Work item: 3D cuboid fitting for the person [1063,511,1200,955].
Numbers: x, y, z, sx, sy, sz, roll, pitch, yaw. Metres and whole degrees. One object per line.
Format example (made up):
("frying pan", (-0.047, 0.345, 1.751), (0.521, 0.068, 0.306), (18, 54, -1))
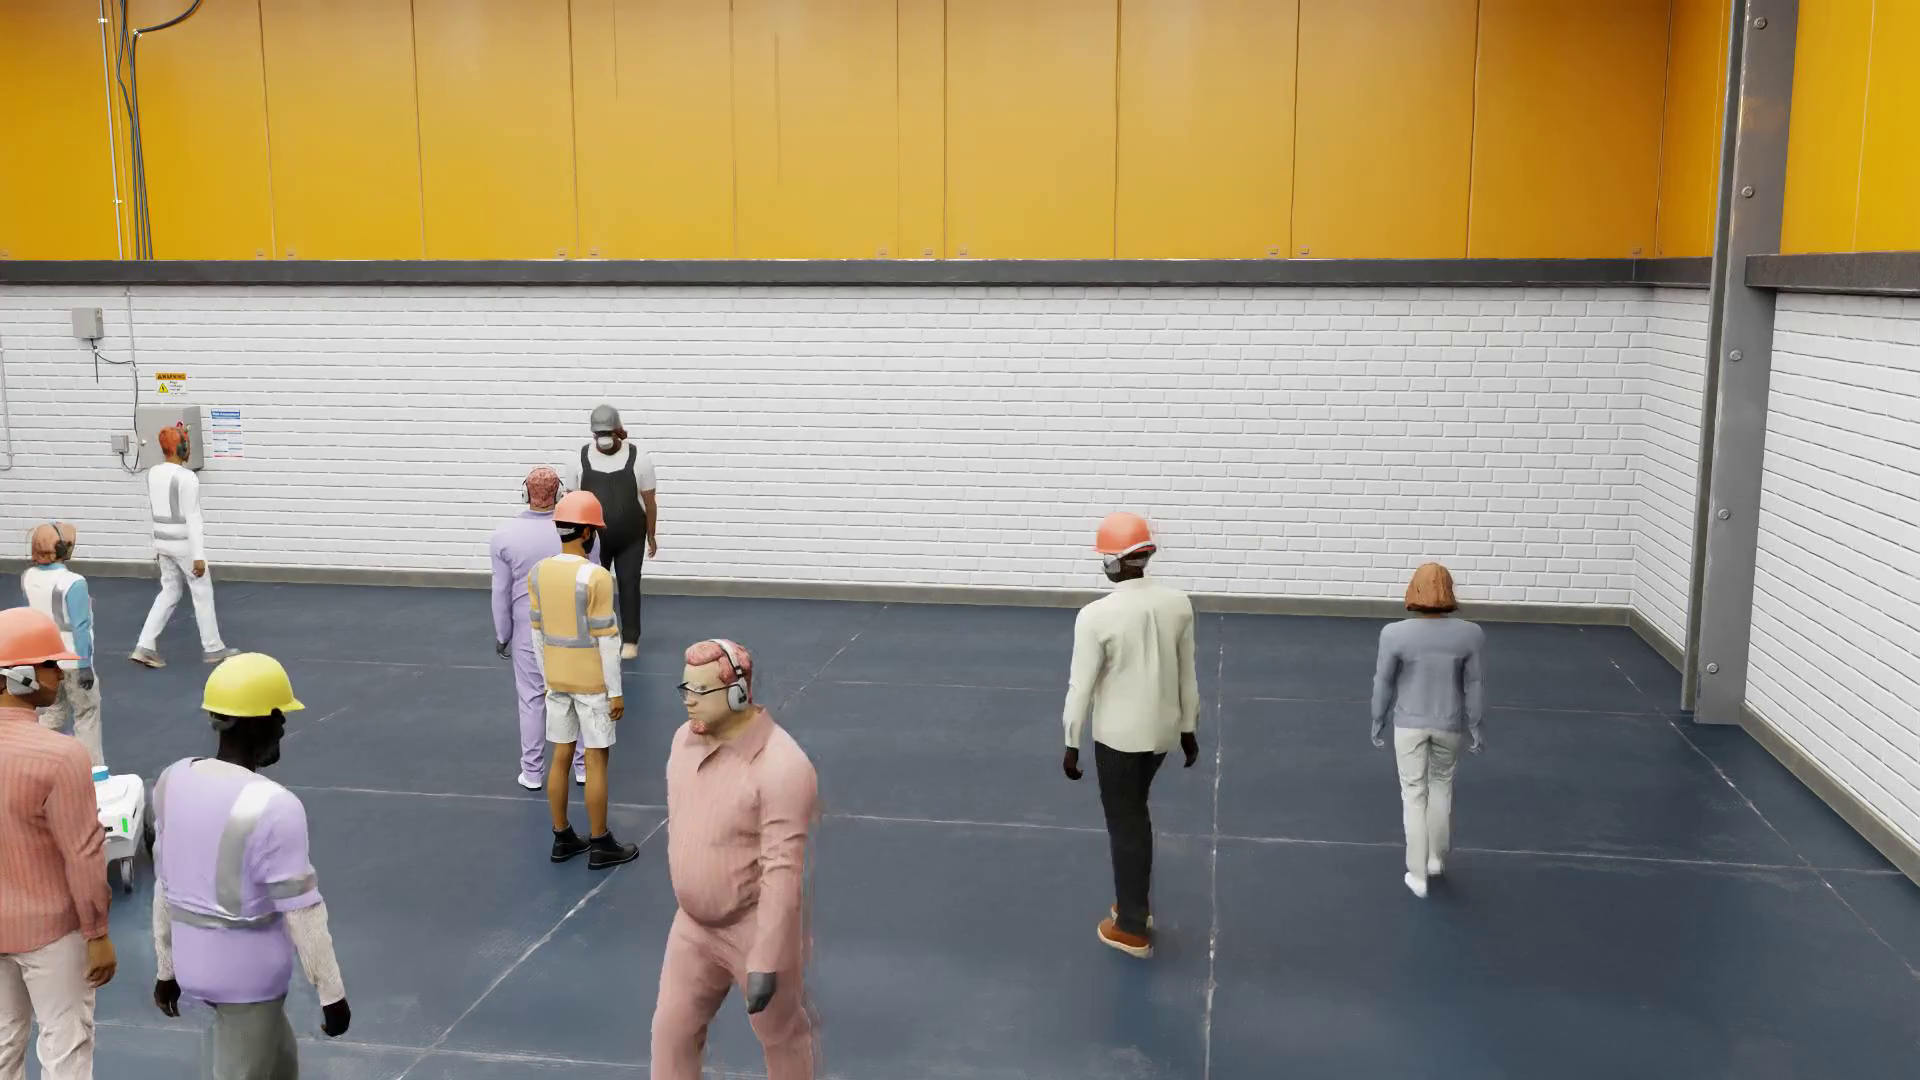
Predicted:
("person", (0.711, 0.845, 7.475), (0.654, 1.973, 0.605), (-6, 11, -32))

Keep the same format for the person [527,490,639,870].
("person", (-1.919, 0.709, 8.462), (0.543, 1.932, 0.365), (5, 11, 29))

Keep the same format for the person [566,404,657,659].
("person", (-2.708, -0.075, 12.956), (0.702, 2.000, 0.563), (-1, 9, -8))

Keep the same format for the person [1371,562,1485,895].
("person", (2.283, 0.903, 8.199), (0.523, 1.613, 0.557), (0, 9, 3))

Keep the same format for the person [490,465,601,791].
("person", (-2.405, 0.515, 9.735), (0.638, 1.909, 0.408), (-3, 10, -18))

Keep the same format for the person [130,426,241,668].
("person", (-5.983, 0.059, 12.711), (0.596, 1.878, 0.693), (5, 11, 30))

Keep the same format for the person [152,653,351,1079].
("person", (-2.090, 1.270, 5.099), (0.629, 1.892, 0.824), (6, 11, 32))

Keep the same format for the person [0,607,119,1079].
("person", (-2.923, 1.199, 5.250), (0.613, 1.991, 0.391), (3, 10, 17))

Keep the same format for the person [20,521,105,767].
("person", (-5.153, 0.707, 9.434), (0.520, 1.622, 0.644), (5, 10, 27))

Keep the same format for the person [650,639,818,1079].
("person", (-0.797, 1.253, 5.267), (0.670, 1.870, 0.881), (8, 12, 40))

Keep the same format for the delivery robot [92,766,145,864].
("delivery robot", (-4.291, 1.374, 8.303), (0.477, 0.478, 0.707), (-3, 10, -21))
